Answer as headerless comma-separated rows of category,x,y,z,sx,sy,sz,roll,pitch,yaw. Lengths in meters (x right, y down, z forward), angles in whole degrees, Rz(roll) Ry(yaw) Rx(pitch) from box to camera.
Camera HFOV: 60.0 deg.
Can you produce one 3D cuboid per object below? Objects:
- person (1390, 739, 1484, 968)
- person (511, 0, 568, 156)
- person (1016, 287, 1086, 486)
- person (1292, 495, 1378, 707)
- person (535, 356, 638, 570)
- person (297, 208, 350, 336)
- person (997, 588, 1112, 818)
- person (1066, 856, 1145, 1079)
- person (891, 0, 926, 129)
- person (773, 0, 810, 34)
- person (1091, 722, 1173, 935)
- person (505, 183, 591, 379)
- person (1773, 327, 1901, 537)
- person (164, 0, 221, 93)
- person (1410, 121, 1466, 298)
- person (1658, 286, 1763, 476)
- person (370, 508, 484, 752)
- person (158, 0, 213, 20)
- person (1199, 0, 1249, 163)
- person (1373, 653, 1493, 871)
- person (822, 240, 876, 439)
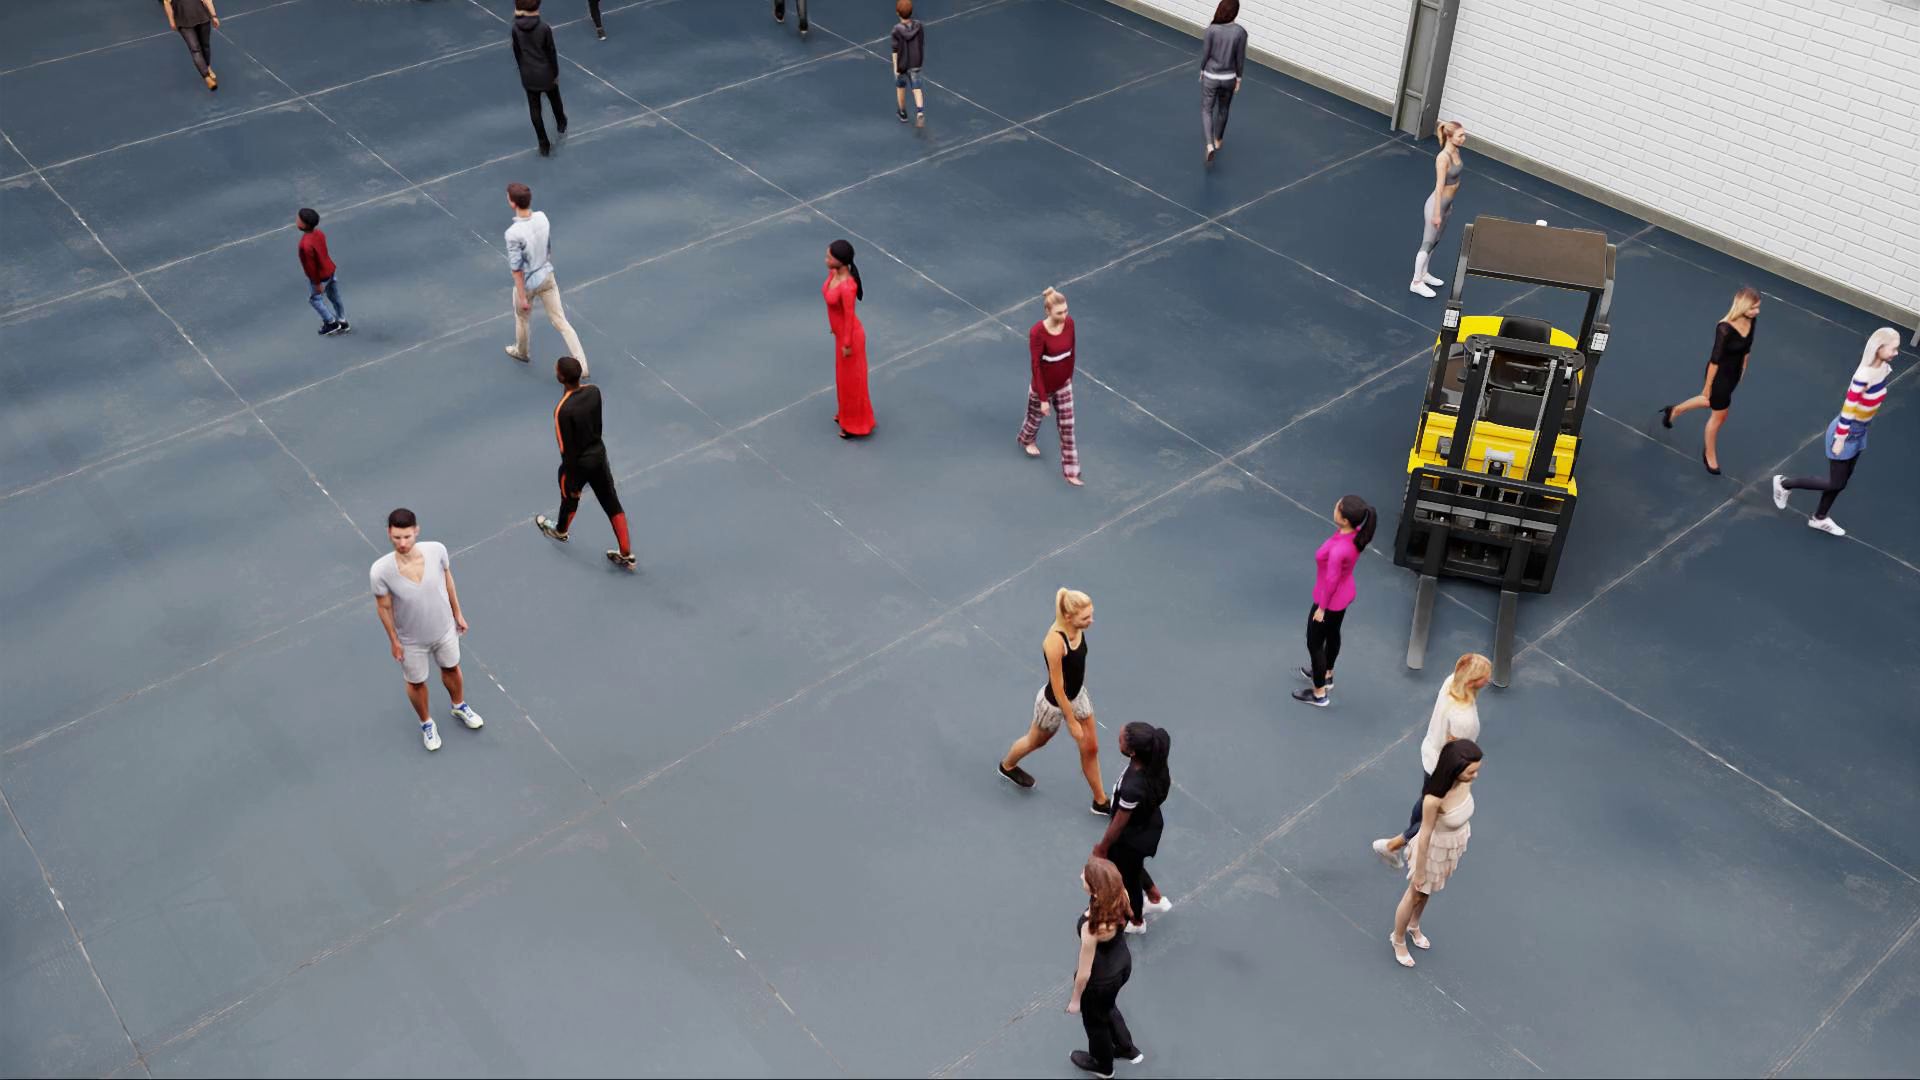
person,2.691,1.763,9.446,0.583,1.739,0.539,-32,48,-33
person,-4.558,-5.000,17.904,0.953,1.751,1.079,-3,39,-4
person,0.673,-1.265,13.311,0.753,1.648,1.132,-20,43,-24
person,2.552,0.398,11.196,0.669,1.699,0.664,23,44,26
person,-2.691,-0.524,12.289,1.220,1.764,0.869,23,44,26
person,-5.740,-2.424,15.084,0.647,1.246,0.591,4,39,5
person,0.542,0.983,10.378,1.237,1.794,0.835,21,43,24
person,0.846,2.316,8.760,0.800,1.731,0.719,21,43,24
person,-0.553,-5.287,18.520,0.747,1.431,0.939,-11,40,-13
person,-2.095,-7.142,20.585,0.914,1.763,1.207,-13,40,-16
person,1.079,1.708,9.528,0.837,1.721,0.771,12,40,15
person,-3.585,-2.174,14.324,1.297,1.804,0.871,24,45,27
person,6.691,-0.846,12.666,0.656,1.798,0.831,-29,47,-31
person,-8.969,-6.108,19.358,0.649,1.668,1.068,-26,45,-29
person,4.490,-3.124,15.593,0.644,1.703,0.642,20,43,23
person,6.088,-1.342,13.400,0.661,1.657,0.974,-27,46,-29
person,-3.510,0.546,10.879,0.680,1.853,0.571,-26,45,-29
person,-10.000,-7.430,21.005,1.254,1.678,0.954,16,41,19
person,2.782,-4.910,17.797,1.011,1.745,1.087,2,39,3
person,2.785,1.344,9.925,0.890,1.796,0.835,0,39,0
person,-0.916,-1.669,13.712,0.785,1.788,0.663,-13,40,-15
